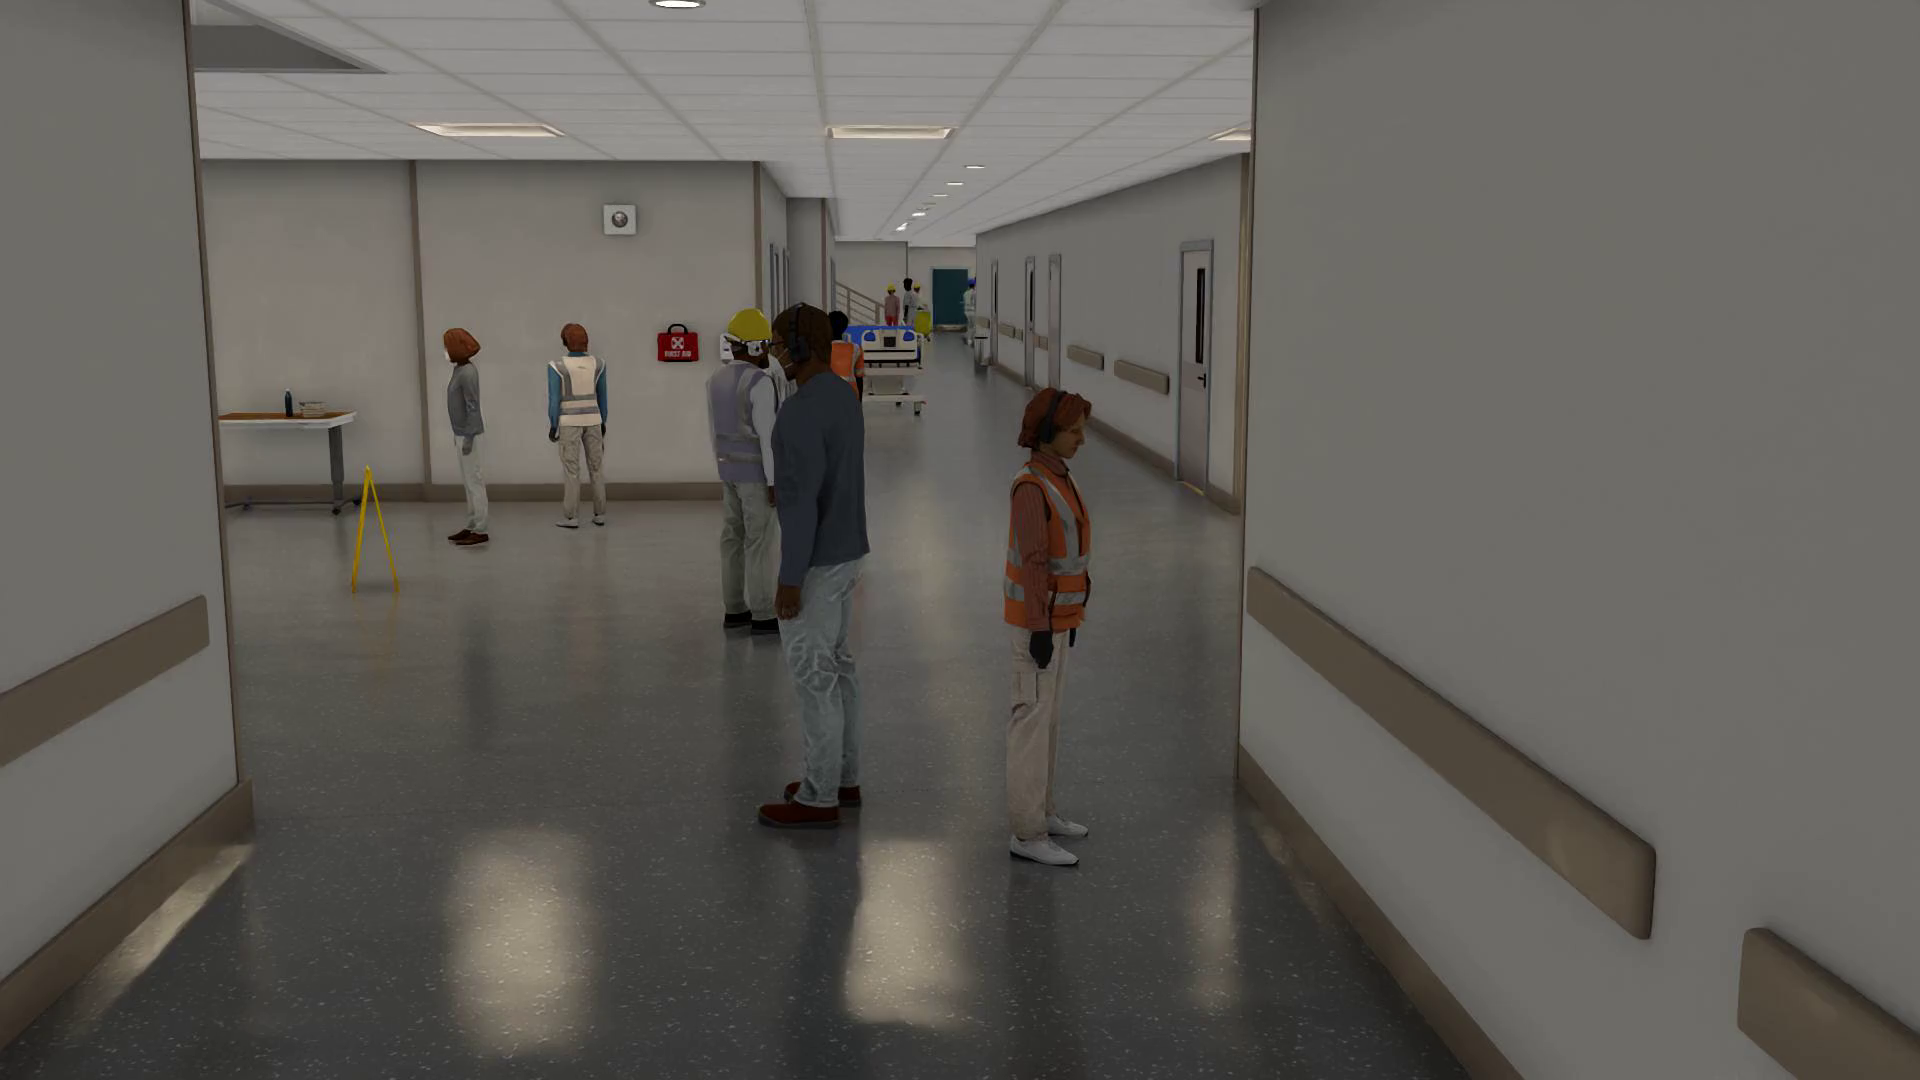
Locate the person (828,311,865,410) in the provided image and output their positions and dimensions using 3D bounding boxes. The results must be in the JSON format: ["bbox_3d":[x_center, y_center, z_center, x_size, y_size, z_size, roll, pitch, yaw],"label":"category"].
[{"bbox_3d":[-1.132,-1.264,15.369,0.541,1.695,0.316,-4,10,-25],"label":"person"}]

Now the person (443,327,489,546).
[{"bbox_3d":[-3.716,-0.773,12.488,0.282,1.633,0.498,-4,10,-25],"label":"person"}]

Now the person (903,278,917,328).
[{"bbox_3d":[-1.319,-5.850,43.372,0.386,1.952,0.614,3,10,19],"label":"person"}]

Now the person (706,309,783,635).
[{"bbox_3d":[-1.175,-0.383,9.411,0.403,1.835,0.588,-8,12,-40],"label":"person"}]

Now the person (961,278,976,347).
[{"bbox_3d":[0.305,-6.352,46.569,0.654,1.931,0.625,-7,11,-36],"label":"person"}]

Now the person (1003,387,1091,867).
[{"bbox_3d":[0.302,0.290,5.793,0.309,1.640,0.514,2,9,12],"label":"person"}]

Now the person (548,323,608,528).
[{"bbox_3d":[-3.056,-0.912,13.339,0.513,1.641,0.307,-7,12,-39],"label":"person"}]

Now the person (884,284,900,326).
[{"bbox_3d":[-1.933,-6.325,46.938,0.532,1.766,0.332,6,11,33],"label":"person"}]

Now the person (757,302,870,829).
[{"bbox_3d":[-0.532,0.092,6.155,0.384,1.928,0.636,2,9,10],"label":"person"}]
